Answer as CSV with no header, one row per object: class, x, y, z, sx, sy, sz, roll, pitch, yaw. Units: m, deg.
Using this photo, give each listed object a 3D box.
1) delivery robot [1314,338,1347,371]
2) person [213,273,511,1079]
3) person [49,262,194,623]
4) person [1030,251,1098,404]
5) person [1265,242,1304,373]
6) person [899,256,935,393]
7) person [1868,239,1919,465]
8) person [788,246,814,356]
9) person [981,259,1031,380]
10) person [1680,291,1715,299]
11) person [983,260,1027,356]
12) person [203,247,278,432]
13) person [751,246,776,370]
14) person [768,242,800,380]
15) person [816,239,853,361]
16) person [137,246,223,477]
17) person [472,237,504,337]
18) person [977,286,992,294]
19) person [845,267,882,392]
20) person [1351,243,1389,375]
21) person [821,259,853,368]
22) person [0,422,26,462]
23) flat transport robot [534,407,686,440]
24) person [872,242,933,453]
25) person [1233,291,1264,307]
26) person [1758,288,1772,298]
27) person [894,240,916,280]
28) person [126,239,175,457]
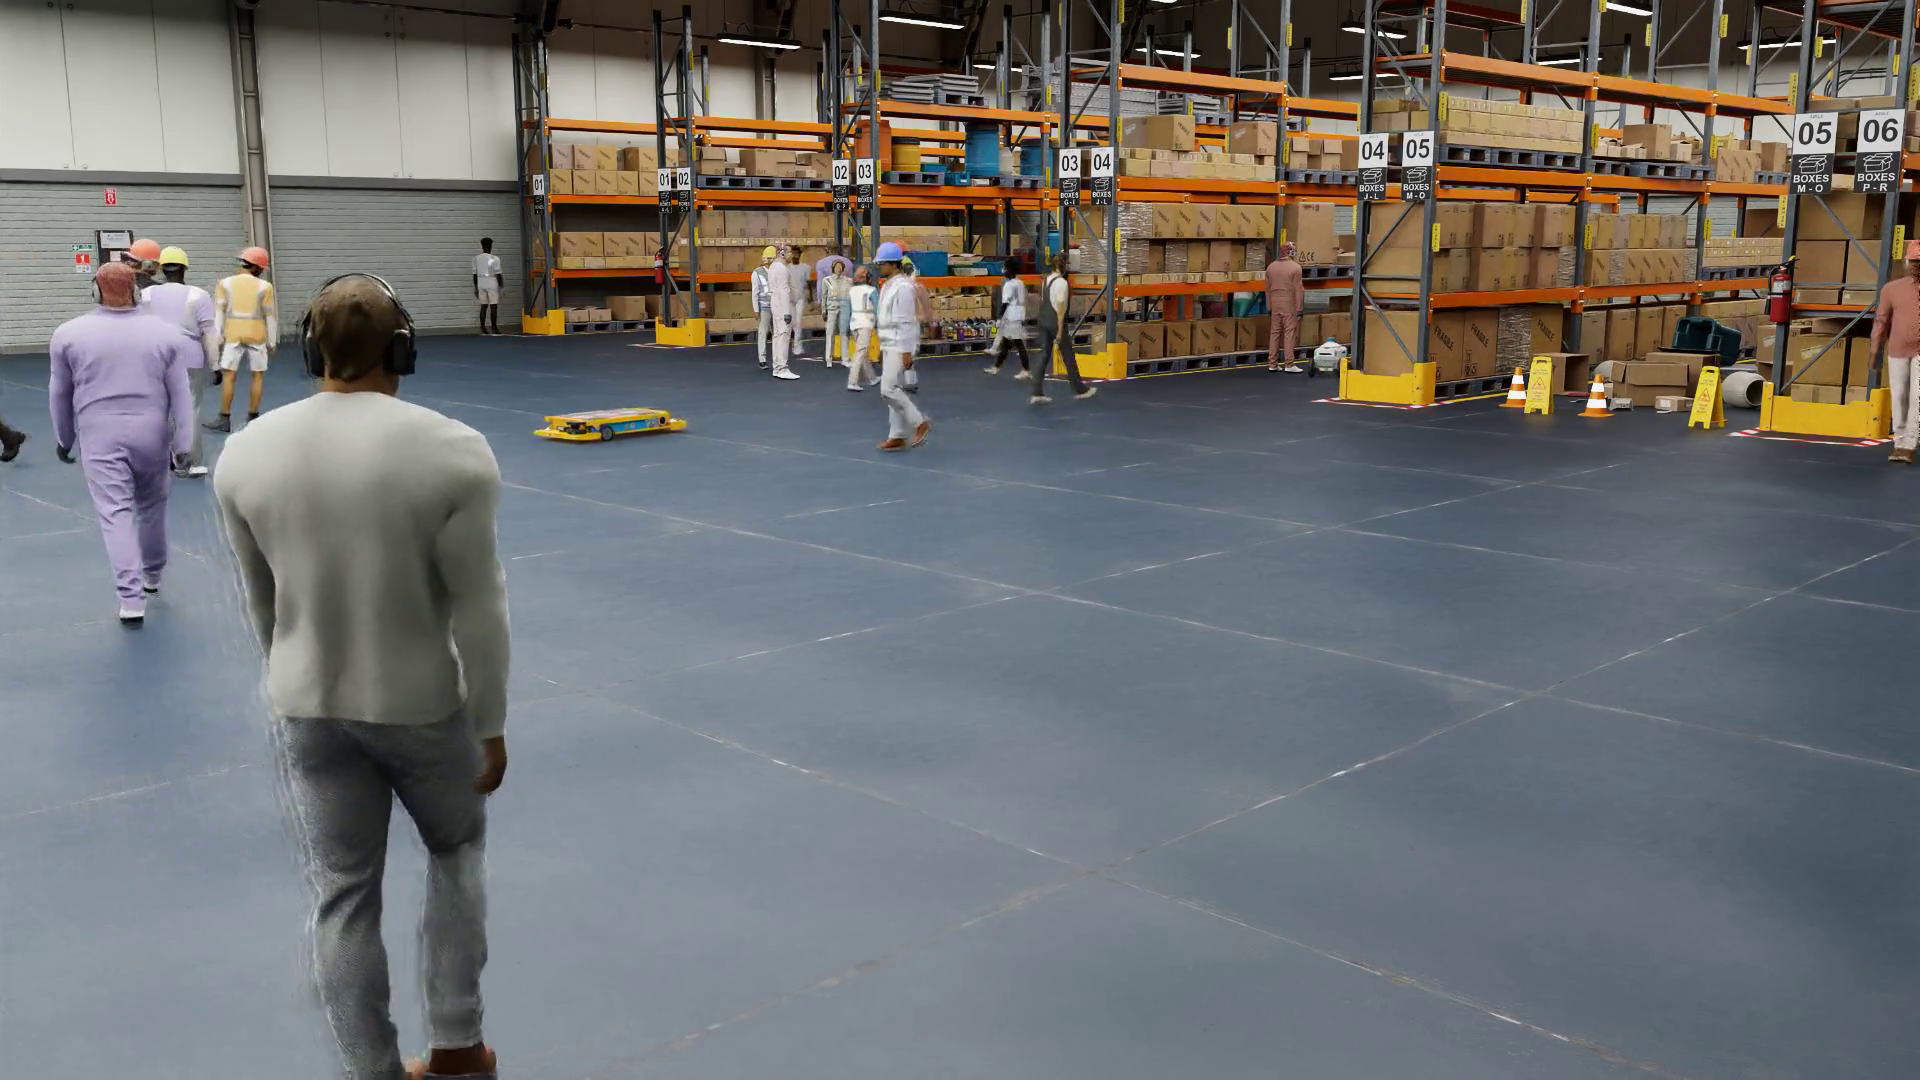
delivery robot,5.318,-2.659,23.844,0.477,0.478,0.707,5,11,25
person,-1.293,0.375,3.716,0.628,1.916,0.520,-1,10,-3
person,-4.453,-0.536,8.852,0.653,1.850,1.026,-7,12,-32
person,1.221,-2.531,19.872,0.940,1.797,0.542,-6,12,-31
person,4.785,-3.411,24.391,0.408,1.906,0.654,-9,14,-40
person,-0.672,-2.752,21.286,0.594,1.727,0.729,3,11,18
person,8.303,-1.636,14.571,0.634,1.959,0.898,9,14,42
person,-2.771,-3.972,27.692,0.570,1.811,0.964,3,11,14
person,0.637,-3.061,23.133,0.835,1.654,0.552,4,11,19
person,13.726,-4.614,30.931,0.644,1.943,0.531,9,14,40
person,0.797,-3.837,27.569,0.849,1.584,0.514,-8,13,-36
person,-7.470,-2.076,17.200,0.783,1.881,0.389,-3,11,-13
person,-2.847,-3.497,25.071,0.600,1.829,0.404,-8,13,-37
person,-2.461,-3.216,23.331,0.408,1.906,0.654,-3,11,-18
person,-2.017,-3.849,26.713,0.627,1.934,0.370,-5,12,-25
person,-6.509,-1.487,13.894,0.611,1.906,0.464,-1,10,-5
person,-9.403,-5.044,33.136,0.631,1.964,0.362,3,11,18
person,0.685,-6.029,38.906,0.506,1.825,0.932,9,14,39
person,-1.213,-2.741,21.603,0.535,1.594,0.862,9,14,41
person,5.855,-3.254,23.598,0.587,1.887,0.681,-8,13,-37
person,-1.862,-3.446,25.321,0.513,1.639,0.307,-4,11,-19
person,-8.647,-1.569,14.339,0.544,1.913,0.850,10,14,43
flat transport robot,-3.527,-1.183,16.825,0.652,0.197,1.431,8,13,38
person,-0.591,-1.775,15.394,0.463,1.936,0.606,-3,11,-17
person,5.113,-4.269,29.595,0.916,1.713,0.522,-9,14,-42
person,15.716,-4.772,32.127,0.851,1.796,0.618,-3,11,-14
person,-0.876,-3.783,26.369,0.546,1.925,0.547,-9,14,-41
person,-7.196,-1.666,14.731,0.679,1.956,0.678,3,11,15
